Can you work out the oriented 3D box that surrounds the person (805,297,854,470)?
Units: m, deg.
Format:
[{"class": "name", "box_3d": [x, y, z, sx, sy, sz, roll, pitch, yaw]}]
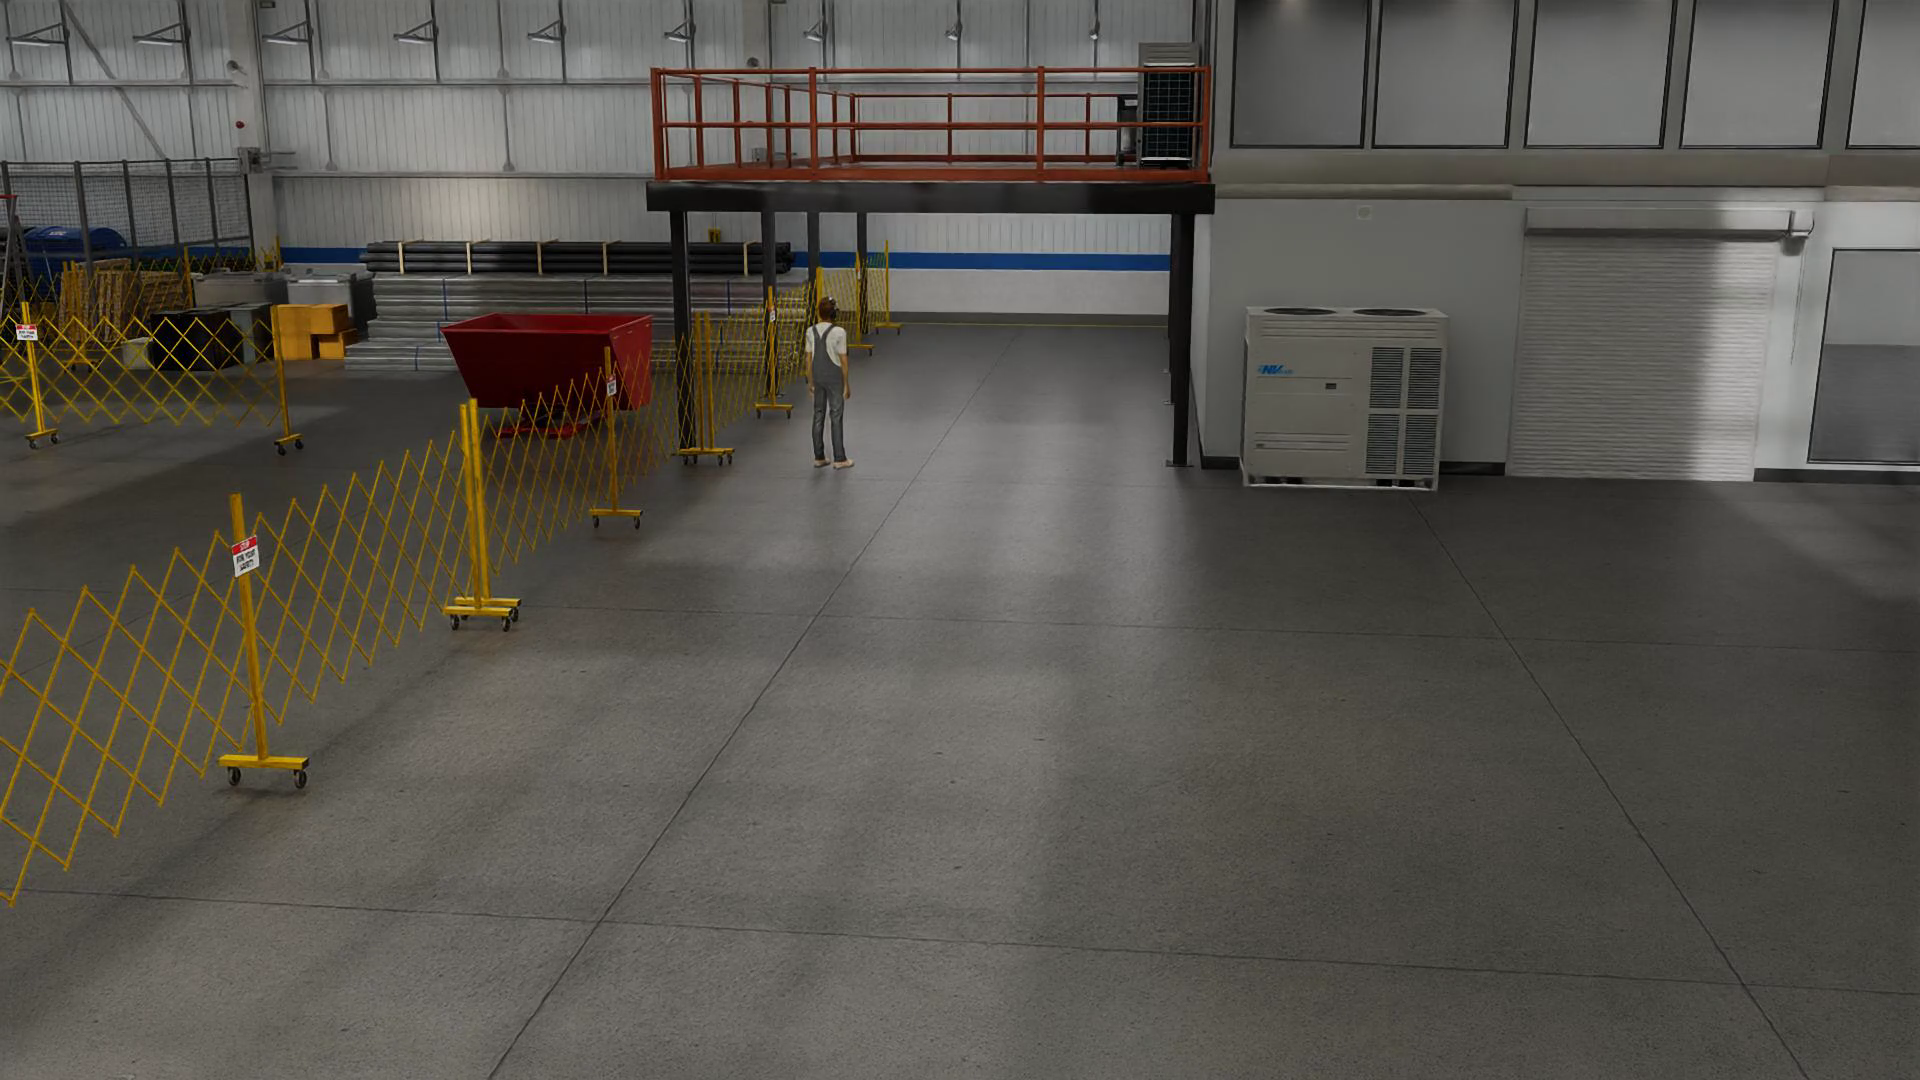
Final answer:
[{"class": "person", "box_3d": [-1.403, -1.674, 17.788, 0.507, 1.847, 0.344, 7, 15, 26]}]
